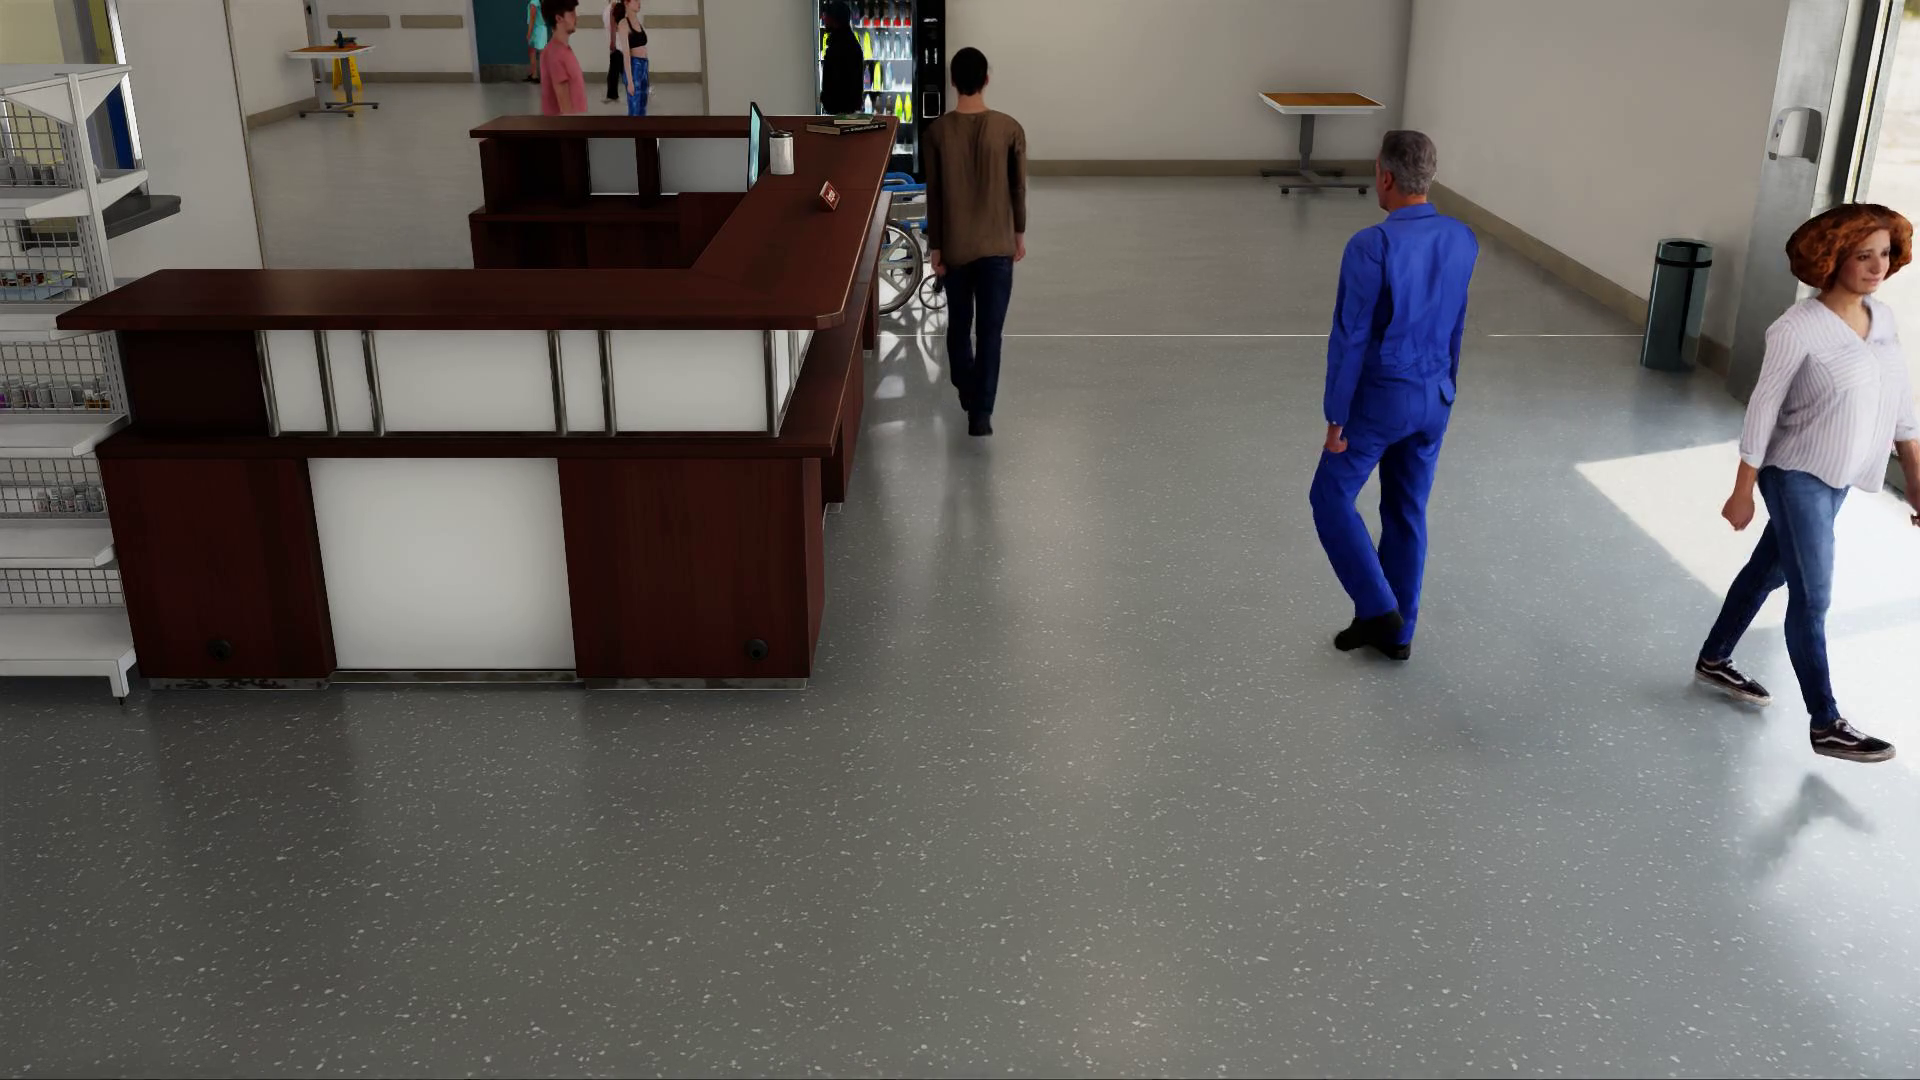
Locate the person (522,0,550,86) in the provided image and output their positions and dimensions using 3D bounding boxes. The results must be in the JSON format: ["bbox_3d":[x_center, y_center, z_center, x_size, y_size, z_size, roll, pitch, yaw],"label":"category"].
[{"bbox_3d":[-6.219,-7.575,24.836,0.745,1.543,0.546,0,21,0],"label":"person"}]

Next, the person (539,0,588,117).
[{"bbox_3d":[-2.865,-2.774,11.651,1.227,1.903,0.656,0,21,-1],"label":"person"}]

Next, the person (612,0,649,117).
[{"bbox_3d":[-3.210,-4.545,16.493,0.630,1.785,0.622,4,21,11],"label":"person"}]

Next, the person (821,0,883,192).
[{"bbox_3d":[-0.888,-3.493,13.682,0.945,1.809,0.830,7,22,18],"label":"person"}]

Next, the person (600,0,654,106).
[{"bbox_3d":[-4.484,-6.628,22.165,1.034,1.664,0.704,2,21,6],"label":"person"}]

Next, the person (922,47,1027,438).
[{"bbox_3d":[0.085,-1.388,8.077,1.154,1.844,0.824,3,21,7],"label":"person"}]

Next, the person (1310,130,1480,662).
[{"bbox_3d":[1.521,-0.420,5.568,0.802,1.810,0.941,-9,23,-22],"label":"person"}]

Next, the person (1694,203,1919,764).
[{"bbox_3d":[2.580,-0.220,5.232,1.096,1.674,1.017,-11,23,-27],"label":"person"}]
